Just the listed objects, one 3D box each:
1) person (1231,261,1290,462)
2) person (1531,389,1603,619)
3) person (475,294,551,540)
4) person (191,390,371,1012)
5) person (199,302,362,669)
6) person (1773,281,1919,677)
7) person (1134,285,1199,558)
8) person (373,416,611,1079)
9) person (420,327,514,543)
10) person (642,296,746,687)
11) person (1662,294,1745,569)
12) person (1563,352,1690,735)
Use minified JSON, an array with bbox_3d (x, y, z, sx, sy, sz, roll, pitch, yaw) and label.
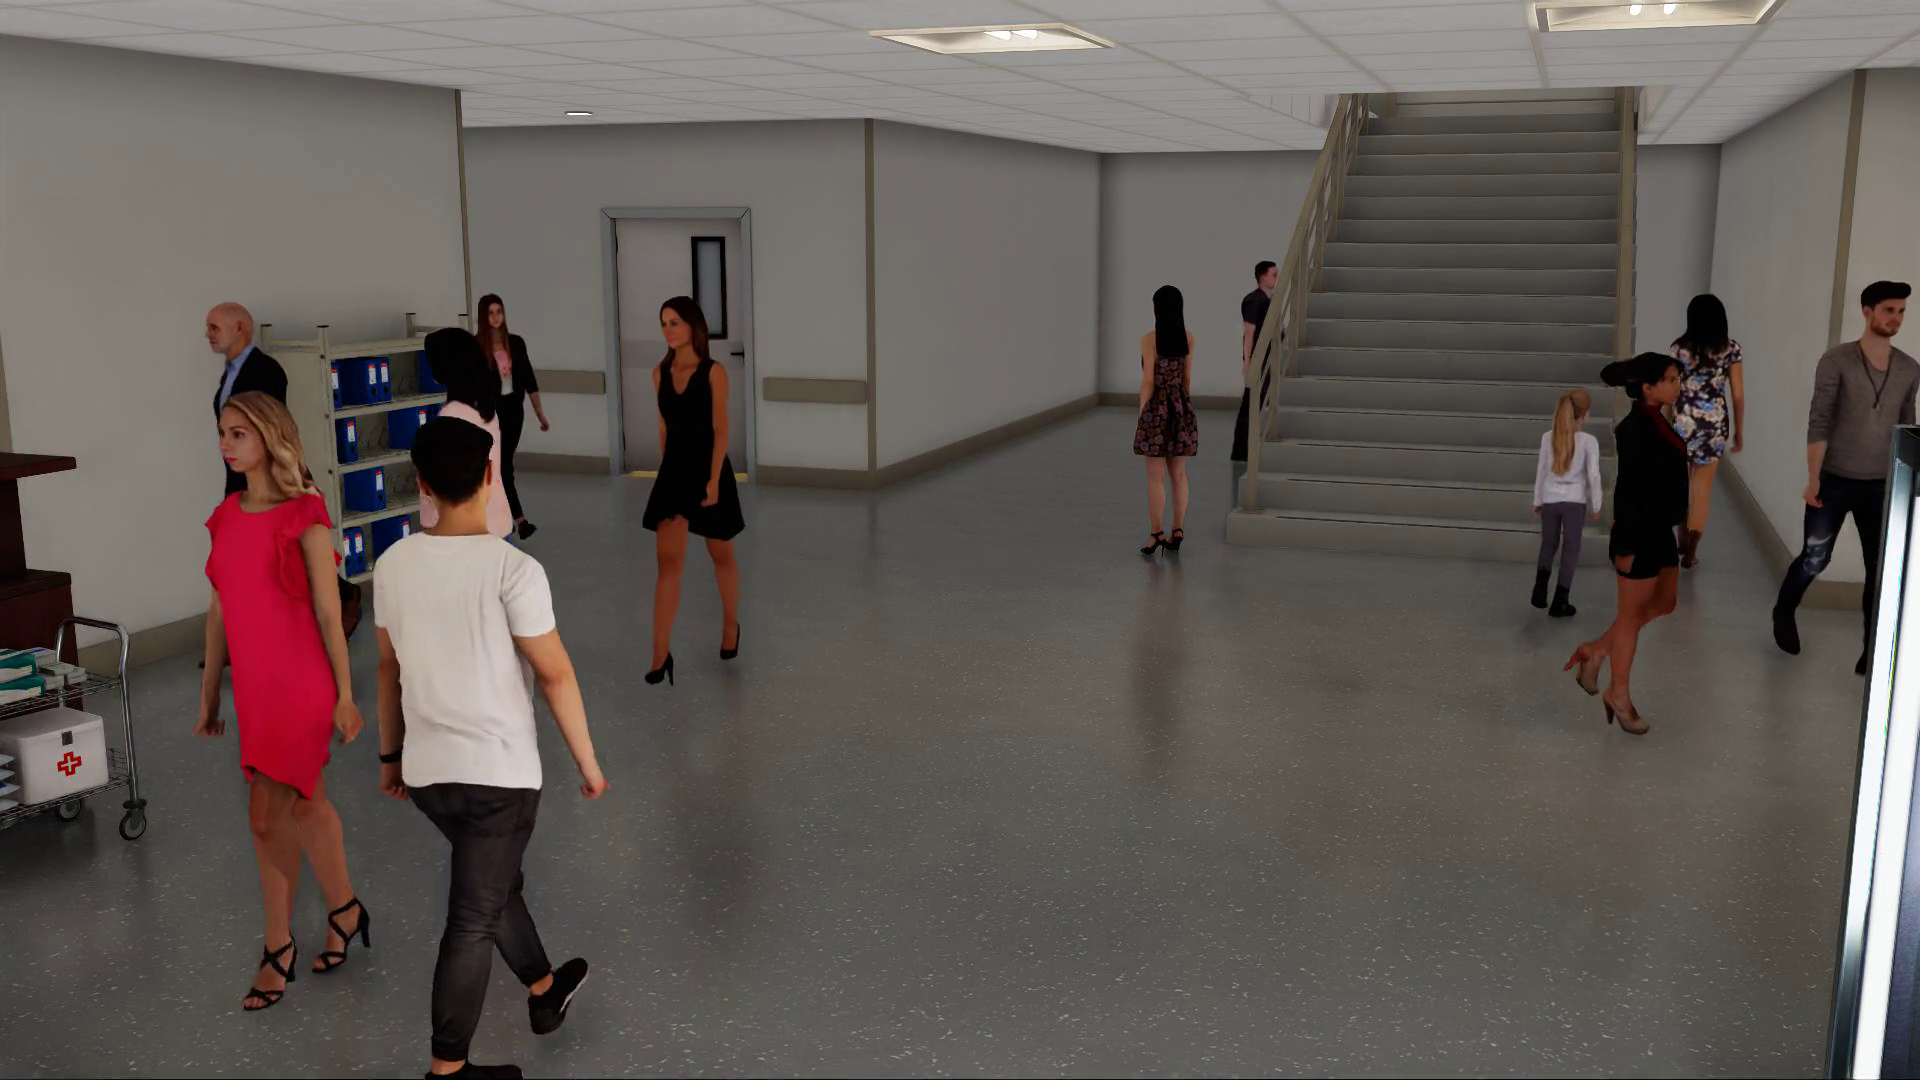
[{"bbox_3d":[2.645,-1.579,15.034,0.880,1.813,1.032,6,12,28],"label":"person"},{"bbox_3d":[3.305,-0.193,9.173,0.596,1.274,0.631,10,15,42],"label":"person"},{"bbox_3d":[-3.227,-0.835,11.503,0.987,1.667,1.100,10,14,41],"label":"person"},{"bbox_3d":[-1.856,0.420,4.769,0.651,1.712,0.757,6,12,29],"label":"person"},{"bbox_3d":[-3.381,-0.266,8.214,0.873,1.775,1.145,8,13,37],"label":"person"},{"bbox_3d":[4.277,-0.287,8.060,0.868,1.874,1.216,1,11,6],"label":"person"},{"bbox_3d":[1.348,-0.786,10.954,0.791,1.774,0.863,-7,13,-32],"label":"person"},{"bbox_3d":[-1.248,0.571,4.059,0.766,1.679,0.978,6,12,28],"label":"person"},{"bbox_3d":[-1.898,0.029,6.722,0.755,1.751,0.599,2,11,11],"label":"person"},{"bbox_3d":[-1.196,-0.211,7.918,0.628,1.777,1.175,3,11,15],"label":"person"},{"bbox_3d":[4.634,-0.668,10.471,0.677,1.724,0.653,6,12,29],"label":"person"},{"bbox_3d":[2.836,0.015,7.120,0.729,1.631,0.693,7,13,34],"label":"person"}]
